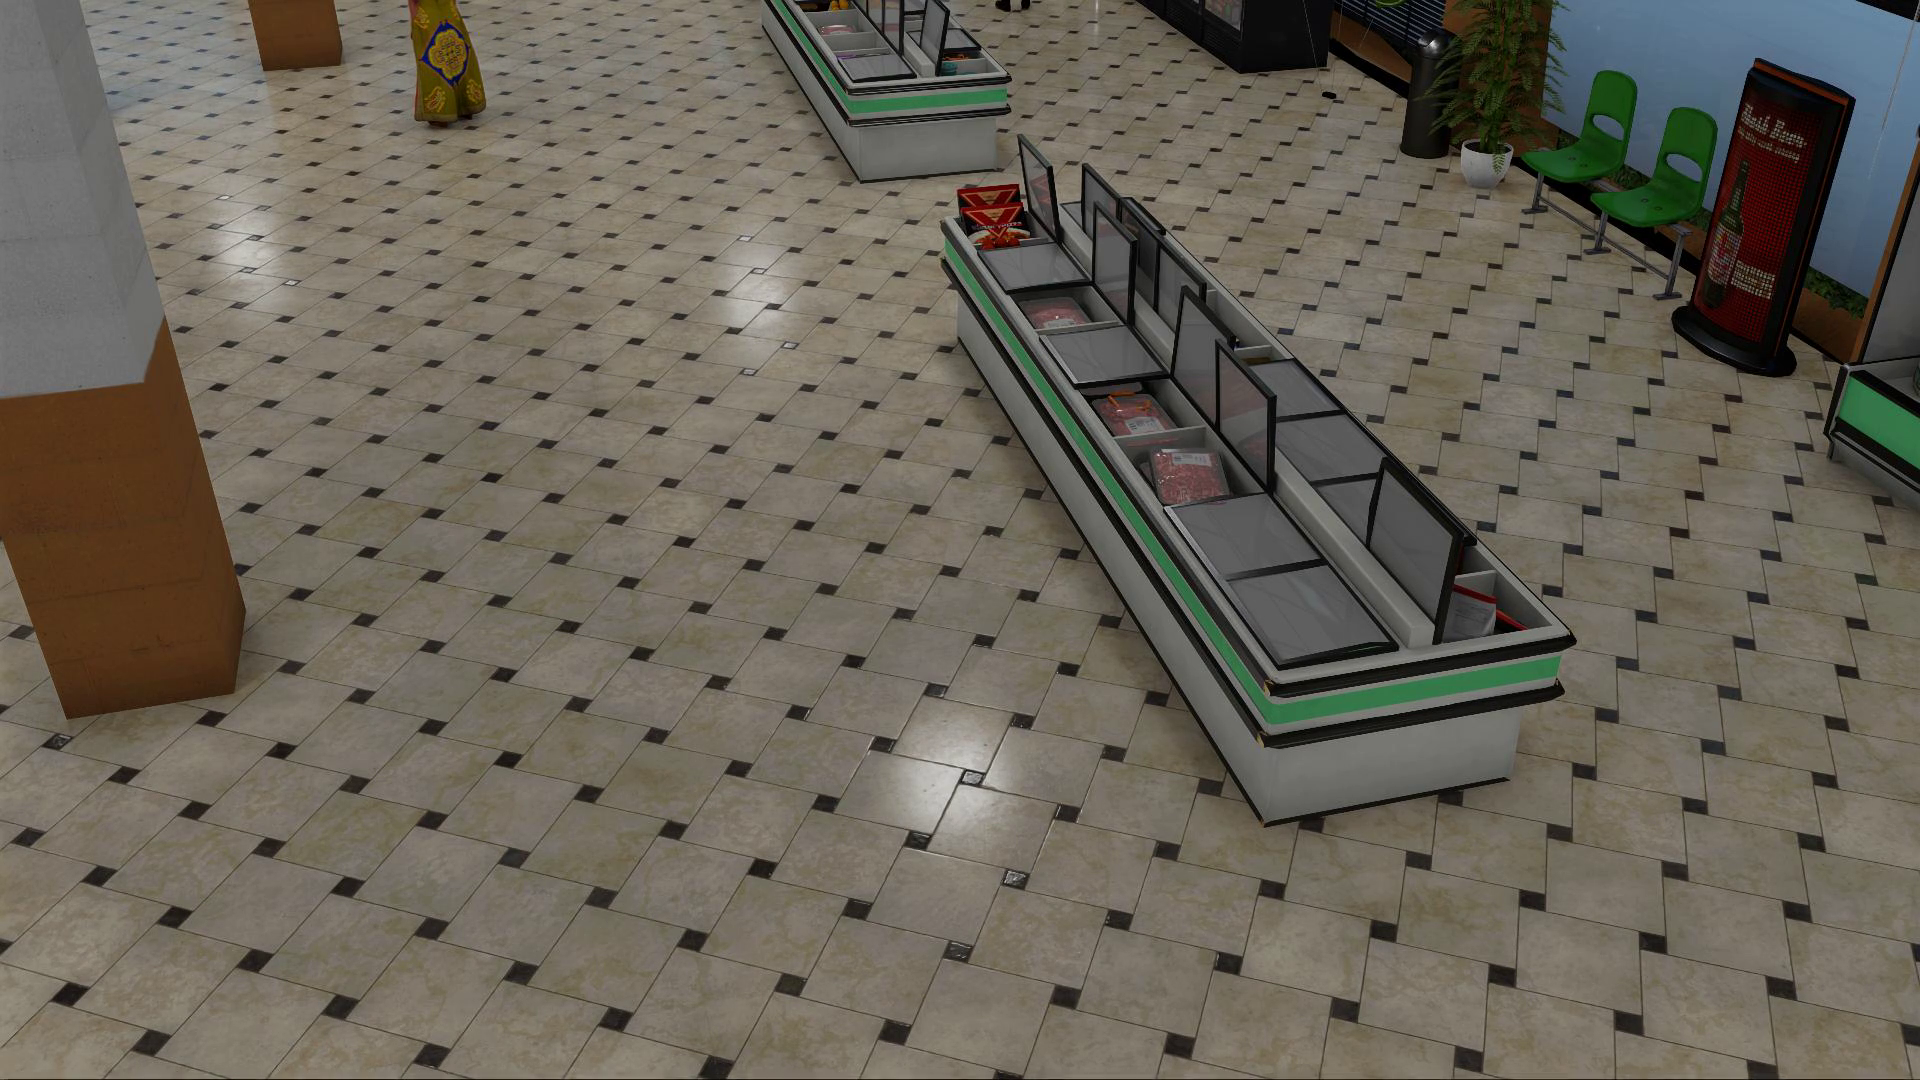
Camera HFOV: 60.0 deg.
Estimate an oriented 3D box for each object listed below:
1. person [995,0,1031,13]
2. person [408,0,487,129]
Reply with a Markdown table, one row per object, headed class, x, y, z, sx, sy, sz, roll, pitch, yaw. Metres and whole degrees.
| class | x | y | z | sx | sy | sz | roll | pitch | yaw |
| --- | --- | --- | --- | --- | --- | --- | --- | --- | --- |
| person | 0.571 | -6.384 | 17.132 | 0.636 | 1.793 | 0.510 | -8 | 33 | -13 |
| person | -4.405 | -4.326 | 13.951 | 1.031 | 1.660 | 0.999 | 22 | 38 | 31 |
